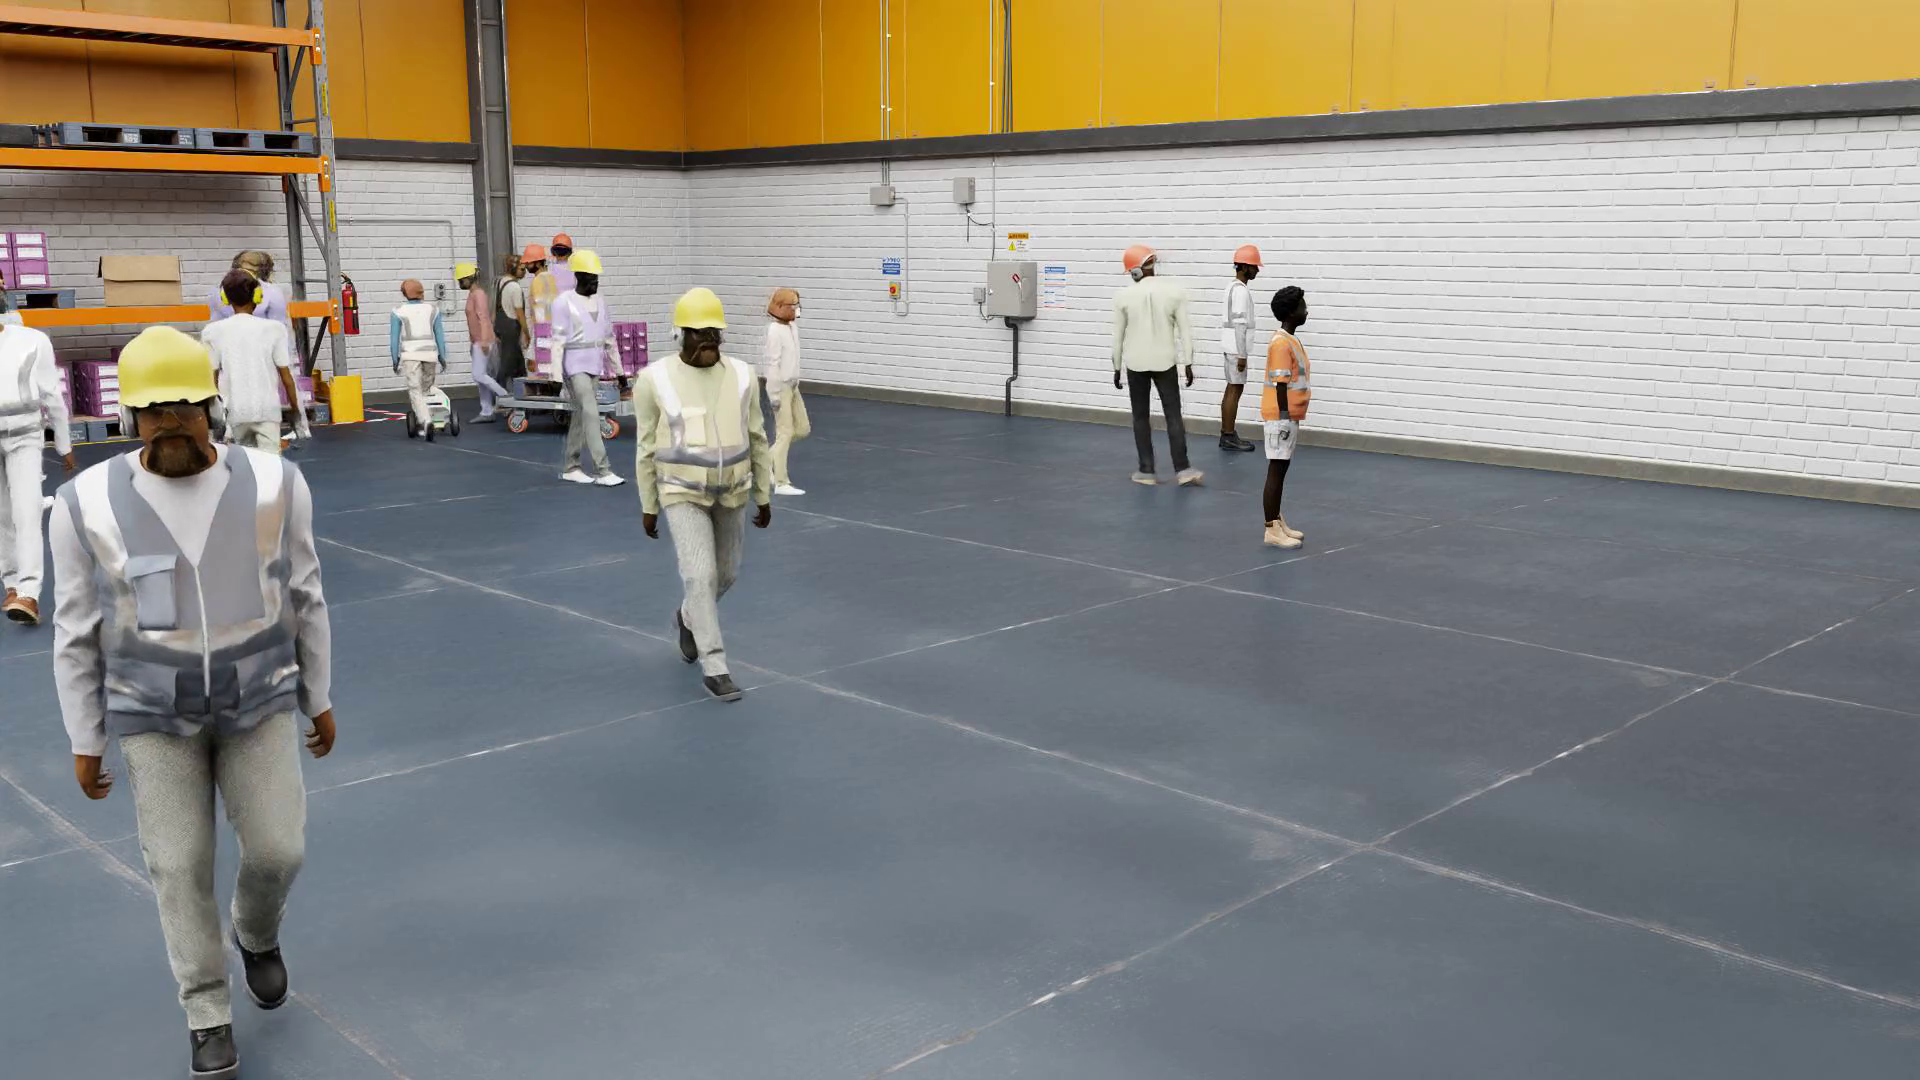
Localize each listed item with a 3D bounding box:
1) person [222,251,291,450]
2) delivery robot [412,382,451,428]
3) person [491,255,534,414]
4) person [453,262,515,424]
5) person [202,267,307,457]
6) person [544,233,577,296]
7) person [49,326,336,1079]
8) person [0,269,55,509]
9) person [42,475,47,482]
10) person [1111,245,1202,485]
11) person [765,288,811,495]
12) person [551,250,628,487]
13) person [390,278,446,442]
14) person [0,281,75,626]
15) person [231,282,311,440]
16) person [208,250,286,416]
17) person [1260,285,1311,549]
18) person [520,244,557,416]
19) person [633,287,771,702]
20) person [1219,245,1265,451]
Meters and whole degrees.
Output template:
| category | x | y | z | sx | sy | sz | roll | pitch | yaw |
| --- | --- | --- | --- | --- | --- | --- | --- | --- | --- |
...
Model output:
| category | x | y | z | sx | sy | sz | roll | pitch | yaw |
| --- | --- | --- | --- | --- | --- | --- | --- | --- | --- |
| person | -6.513 | -1.697 | 15.237 | 0.636 | 1.891 | 0.982 | 1 | 10 | 5 |
| delivery robot | -5.379 | -1.385 | 16.896 | 0.477 | 0.478 | 0.707 | -4 | 11 | -20 |
| person | -5.025 | -2.346 | 19.010 | 0.876 | 1.796 | 0.562 | -8 | 13 | -37 |
| person | -5.137 | -2.110 | 17.872 | 0.525 | 1.728 | 0.570 | -5 | 11 | -24 |
| person | -4.270 | -0.722 | 10.047 | 0.530 | 1.844 | 0.866 | -1 | 10 | -4 |
| person | -4.745 | -2.645 | 19.962 | 0.613 | 2.041 | 0.393 | -3 | 11 | -14 |
| person | -1.836 | 0.390 | 4.021 | 0.614 | 1.815 | 0.443 | -5 | 12 | -27 |
| person | -6.646 | -1.008 | 11.628 | 0.524 | 1.826 | 0.931 | 2 | 11 | 11 |
| person | -7.650 | -1.169 | 13.153 | 0.512 | 1.597 | 0.849 | 5 | 11 | 25 |
| person | 1.582 | -1.424 | 13.570 | 0.712 | 1.944 | 0.513 | 1 | 10 | 4 |
| person | -1.378 | -1.155 | 12.990 | 0.400 | 1.619 | 0.524 | 3 | 11 | 14 |
| person | -2.935 | -1.368 | 13.393 | 0.870 | 1.890 | 0.609 | 5 | 12 | 27 |
| person | -5.351 | -1.790 | 16.483 | 0.532 | 1.607 | 0.762 | -8 | 13 | -37 |
| person | -5.005 | -0.468 | 8.659 | 0.629 | 1.831 | 0.973 | -4 | 11 | -20 |
| person | -6.847 | -1.870 | 16.335 | 0.873 | 1.829 | 0.546 | -10 | 14 | -42 |
| person | -5.911 | -1.452 | 13.833 | 0.653 | 1.904 | 0.488 | 0 | 10 | 1 |
| person | 2.126 | -0.804 | 10.860 | 0.318 | 1.700 | 0.535 | 3 | 11 | 15 |
| person | -4.626 | -2.327 | 18.543 | 0.461 | 1.922 | 0.555 | 1 | 10 | 7 |
| person | -1.165 | -0.233 | 7.466 | 0.601 | 1.802 | 0.835 | -6 | 12 | -31 |
| person | 2.651 | -1.798 | 15.658 | 0.380 | 1.929 | 0.542 | 0 | 10 | 0 |
